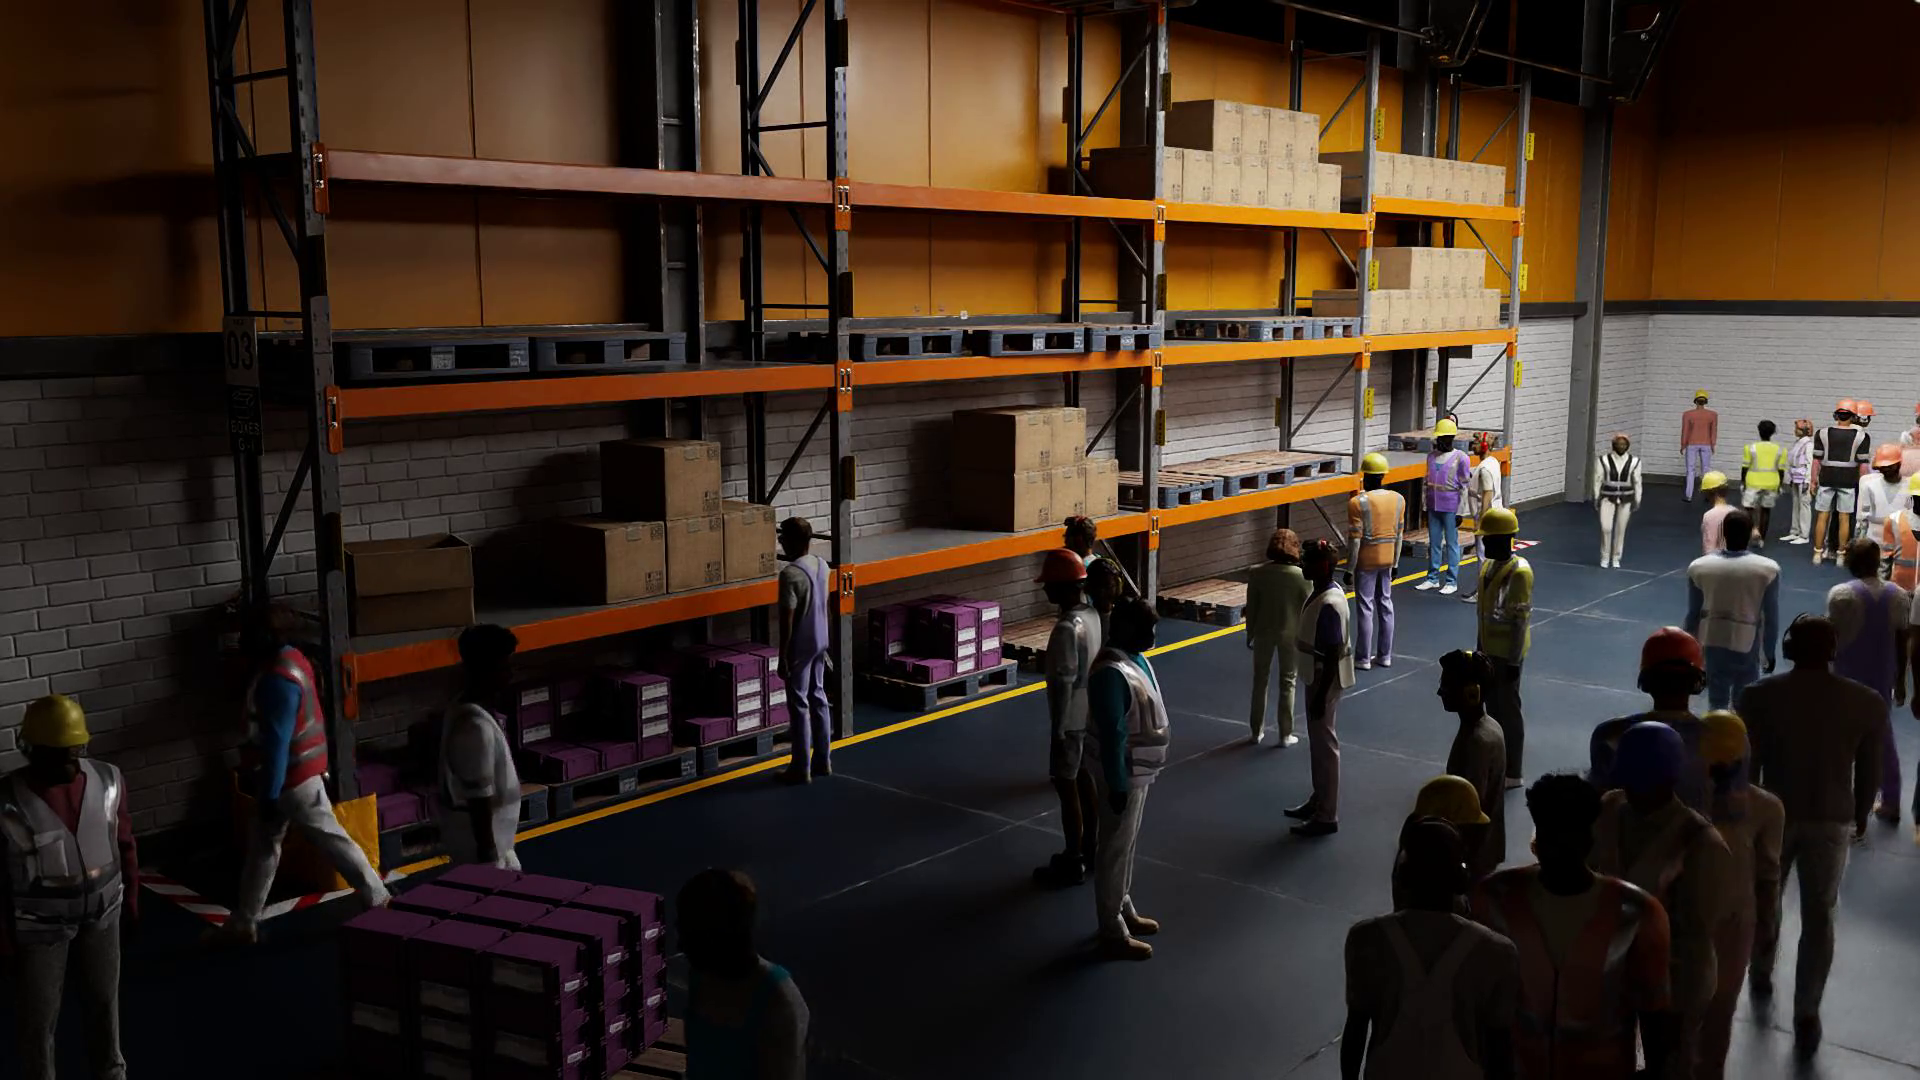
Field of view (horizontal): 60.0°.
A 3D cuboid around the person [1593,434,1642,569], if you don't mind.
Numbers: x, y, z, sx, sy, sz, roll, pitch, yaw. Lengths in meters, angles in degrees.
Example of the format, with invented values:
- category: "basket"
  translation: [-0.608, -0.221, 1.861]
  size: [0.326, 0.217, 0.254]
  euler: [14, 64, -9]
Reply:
- category: "person"
  translation: [7.834, -0.451, 19.796]
  size: [0.540, 1.620, 0.560]
  euler: [2, 9, 15]

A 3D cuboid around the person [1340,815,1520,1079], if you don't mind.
- category: "person"
  translation: [1.403, 1.736, 5.037]
  size: [0.503, 1.839, 0.342]
  euler: [3, 9, 18]

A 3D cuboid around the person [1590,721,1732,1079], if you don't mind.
- category: "person"
  translation: [2.393, 1.564, 5.936]
  size: [0.778, 1.902, 0.632]
  euler: [-4, 10, -25]

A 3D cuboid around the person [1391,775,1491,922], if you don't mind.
- category: "person"
  translation: [1.656, 1.665, 5.833]
  size: [0.329, 1.735, 0.489]
  euler: [-1, 9, -4]

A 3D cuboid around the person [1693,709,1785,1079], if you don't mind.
- category: "person"
  translation: [3.074, 1.505, 6.855]
  size: [0.545, 1.741, 0.685]
  euler: [4, 10, 25]

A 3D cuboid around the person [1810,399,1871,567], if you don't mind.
- category: "person"
  translation: [10.607, -0.688, 20.071]
  size: [0.612, 2.029, 0.407]
  euler: [5, 10, 31]

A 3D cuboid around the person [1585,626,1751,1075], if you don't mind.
- category: "person"
  translation: [2.887, 1.359, 6.851]
  size: [0.607, 2.034, 0.393]
  euler: [4, 10, 23]

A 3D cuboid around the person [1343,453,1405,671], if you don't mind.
- category: "person"
  translation: [3.641, 0.192, 14.696]
  size: [0.587, 1.930, 0.363]
  euler: [-4, 10, -26]

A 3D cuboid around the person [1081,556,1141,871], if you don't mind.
- category: "person"
  translation: [0.821, 1.011, 9.644]
  size: [0.508, 1.862, 0.326]
  euler: [1, 9, 8]

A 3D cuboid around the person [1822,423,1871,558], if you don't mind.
- category: "person"
  translation: [10.927, -0.618, 20.515]
  size: [0.488, 1.746, 0.288]
  euler: [7, 11, 40]

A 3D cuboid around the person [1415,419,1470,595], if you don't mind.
- category: "person"
  translation: [5.326, -0.369, 18.323]
  size: [0.362, 1.928, 0.587]
  euler: [-6, 11, -34]

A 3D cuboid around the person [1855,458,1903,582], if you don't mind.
- category: "person"
  translation: [9.967, -0.174, 18.008]
  size: [0.501, 1.633, 0.279]
  euler: [2, 9, 12]

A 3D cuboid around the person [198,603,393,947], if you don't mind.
- category: "person"
  translation: [-3.435, 1.212, 8.619]
  size: [0.971, 1.790, 0.706]
  euler: [-3, 9, -20]

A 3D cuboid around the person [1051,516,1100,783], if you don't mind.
- category: "person"
  translation: [0.848, 0.751, 11.360]
  size: [0.390, 1.846, 0.564]
  euler: [3, 9, 20]

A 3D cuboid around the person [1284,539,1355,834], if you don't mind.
- category: "person"
  translation: [2.258, 0.905, 10.360]
  size: [0.390, 1.847, 0.563]
  euler: [1, 9, 6]

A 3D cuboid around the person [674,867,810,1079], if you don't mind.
- category: "person"
  translation: [-0.632, 1.807, 4.651]
  size: [0.540, 1.820, 0.629]
  euler: [7, 11, 37]

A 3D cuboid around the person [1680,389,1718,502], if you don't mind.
- category: "person"
  translation: [11.485, -1.462, 25.888]
  size: [0.526, 1.768, 0.331]
  euler: [2, 9, 11]

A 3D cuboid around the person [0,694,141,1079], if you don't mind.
- category: "person"
  translation: [-3.553, 1.500, 6.608]
  size: [0.403, 1.824, 0.592]
  euler: [7, 11, 37]

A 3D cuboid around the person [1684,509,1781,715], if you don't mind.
- category: "person"
  translation: [5.235, 0.732, 11.343]
  size: [0.579, 1.889, 0.771]
  euler: [8, 12, 40]

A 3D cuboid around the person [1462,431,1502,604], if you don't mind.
- category: "person"
  translation: [5.593, -0.240, 17.752]
  size: [0.385, 1.845, 0.569]
  euler: [3, 9, 18]

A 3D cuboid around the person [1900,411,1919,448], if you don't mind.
- category: "person"
  translation: [12.040, -0.733, 20.834]
  size: [0.575, 1.879, 0.358]
  euler: [8, 12, 42]

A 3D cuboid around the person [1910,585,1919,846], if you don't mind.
- category: "person"
  translation: [6.093, 0.867, 9.985]
  size: [0.687, 2.000, 0.535]
  euler: [3, 9, 18]

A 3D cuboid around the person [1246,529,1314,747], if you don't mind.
- category: "person"
  translation: [2.356, 0.721, 12.270]
  size: [0.504, 1.622, 0.299]
  euler: [3, 9, 21]

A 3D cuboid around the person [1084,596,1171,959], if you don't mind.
- category: "person"
  translation: [0.860, 1.193, 8.540]
  size: [0.429, 1.839, 0.623]
  euler: [2, 9, 15]

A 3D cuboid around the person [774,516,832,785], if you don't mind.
- category: "person"
  translation: [-1.075, 0.752, 11.383]
  size: [0.343, 1.840, 0.516]
  euler: [5, 10, 30]

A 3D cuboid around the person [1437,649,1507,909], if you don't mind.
- category: "person"
  translation: [2.194, 1.389, 7.209]
  size: [0.327, 1.863, 0.510]
  euler: [3, 9, 17]

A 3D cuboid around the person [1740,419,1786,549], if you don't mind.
- category: "person"
  translation: [10.242, -0.695, 21.217]
  size: [0.543, 1.684, 0.580]
  euler: [2, 9, 11]

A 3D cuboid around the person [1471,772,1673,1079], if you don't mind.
- category: "person"
  translation: [1.935, 1.644, 5.289]
  size: [0.647, 1.944, 0.633]
  euler: [5, 10, 30]

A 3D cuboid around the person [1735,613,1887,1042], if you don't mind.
- category: "person"
  translation: [3.929, 1.281, 7.760]
  size: [0.631, 1.899, 0.962]
  euler: [4, 10, 25]

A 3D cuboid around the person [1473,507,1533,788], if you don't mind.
- category: "person"
  translation: [3.653, 0.728, 11.297]
  size: [0.402, 1.919, 0.581]
  euler: [-1, 9, -9]

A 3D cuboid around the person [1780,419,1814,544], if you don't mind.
- category: "person"
  translation: [11.014, -0.762, 21.772]
  size: [0.315, 1.641, 0.515]
  euler: [1, 9, 7]

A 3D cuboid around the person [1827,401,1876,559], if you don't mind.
- category: "person"
  translation: [10.931, -0.710, 20.348]
  size: [0.412, 1.986, 0.619]
  euler: [0, 9, -2]

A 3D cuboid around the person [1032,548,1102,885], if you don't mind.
- category: "person"
  translation: [0.611, 1.001, 9.488]
  size: [0.388, 1.929, 0.545]
  euler: [4, 10, 23]

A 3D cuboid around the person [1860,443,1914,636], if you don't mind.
- category: "person"
  translation: [8.936, 0.012, 15.956]
  size: [0.577, 1.904, 0.648]
  euler: [7, 11, 38]

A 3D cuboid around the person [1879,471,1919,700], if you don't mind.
- category: "person"
  translation: [7.763, 0.389, 13.483]
  size: [0.581, 1.919, 0.399]
  euler: [7, 11, 39]

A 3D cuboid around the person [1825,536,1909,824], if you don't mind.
- category: "person"
  translation: [5.787, 0.884, 10.652]
  size: [0.525, 1.798, 0.518]
  euler: [0, 9, 3]
